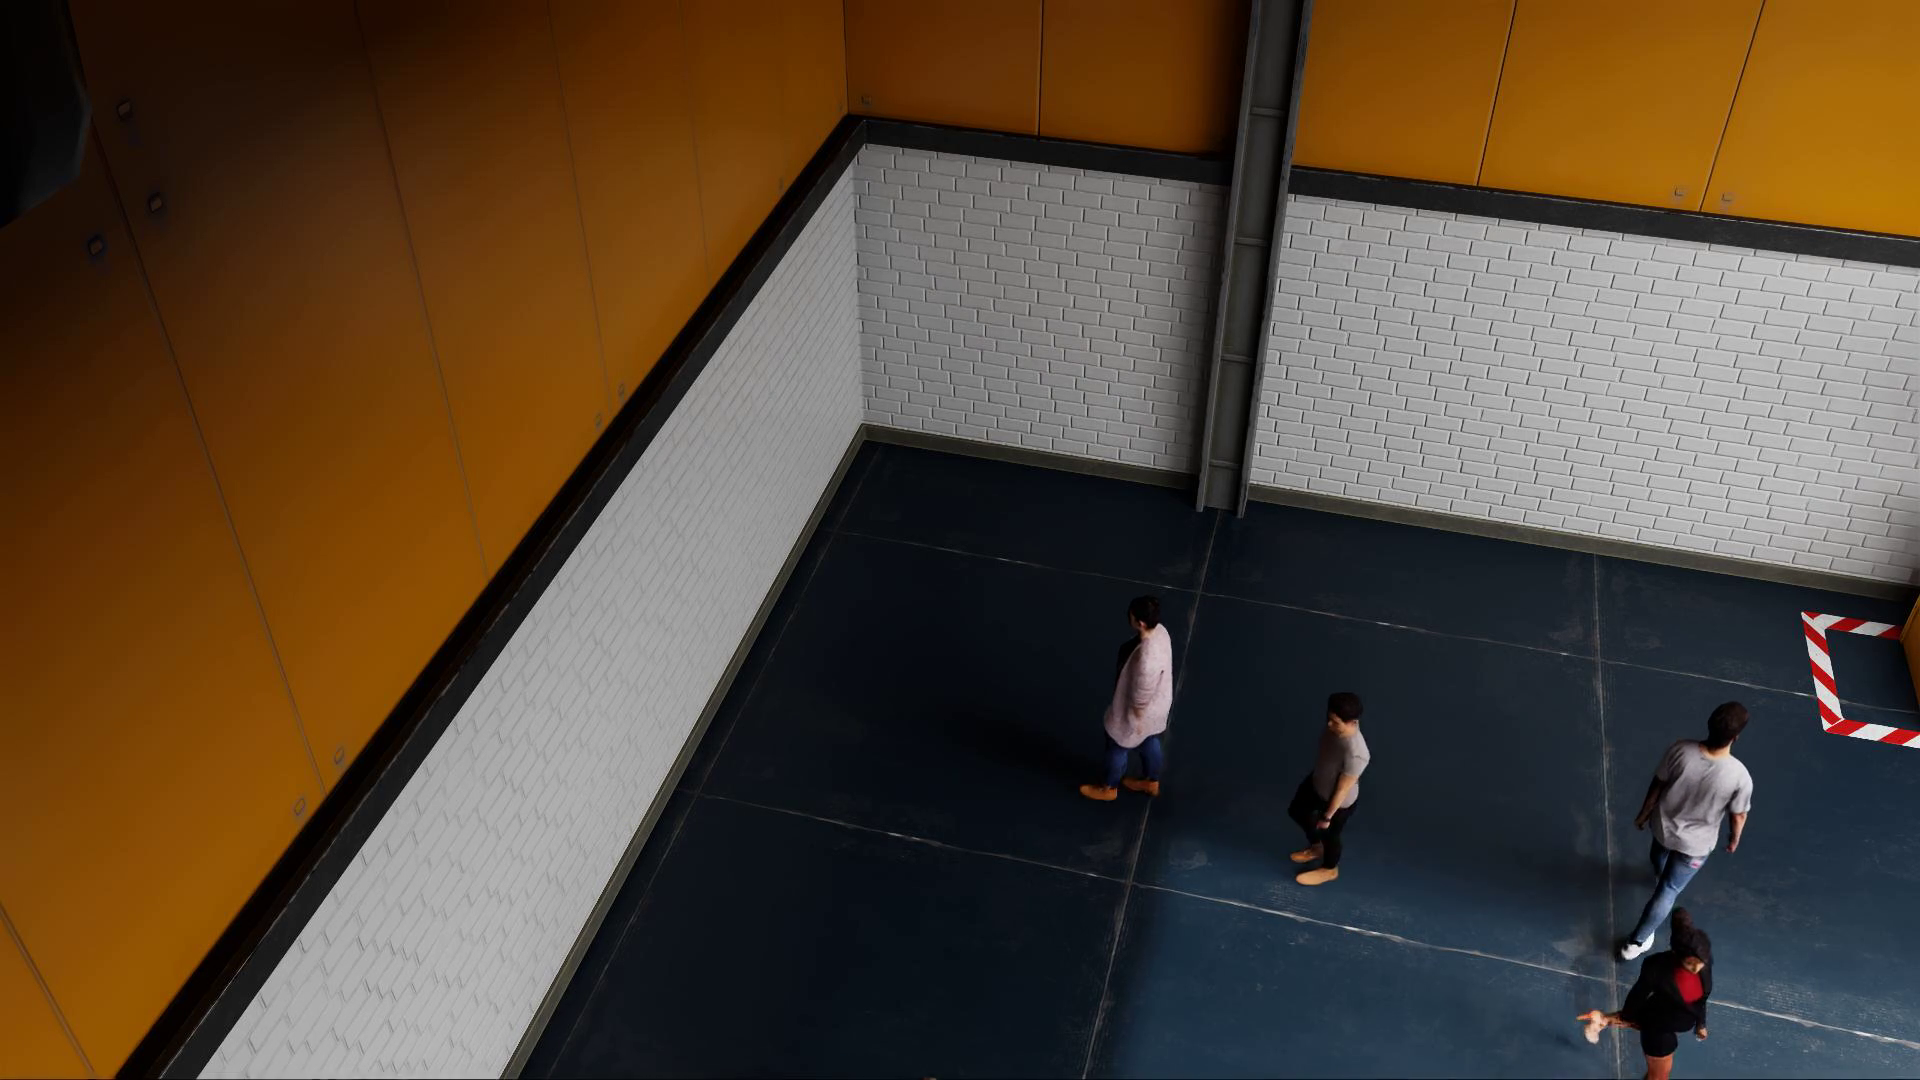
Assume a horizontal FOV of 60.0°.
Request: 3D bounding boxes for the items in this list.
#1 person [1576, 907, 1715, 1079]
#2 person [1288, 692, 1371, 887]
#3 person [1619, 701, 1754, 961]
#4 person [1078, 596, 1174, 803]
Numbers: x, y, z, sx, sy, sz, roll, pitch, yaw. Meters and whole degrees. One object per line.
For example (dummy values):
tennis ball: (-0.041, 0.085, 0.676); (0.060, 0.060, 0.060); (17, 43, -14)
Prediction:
person: (3.756, 2.553, 9.059); (1.052, 1.597, 1.025); (-17, 41, -20)
person: (2.376, 1.538, 10.248); (0.704, 1.699, 0.706); (-3, 39, -4)
person: (4.250, 1.759, 9.858); (1.230, 1.840, 1.140); (31, 48, 33)
person: (1.253, 1.061, 10.818); (0.773, 1.733, 0.704); (11, 40, 14)
